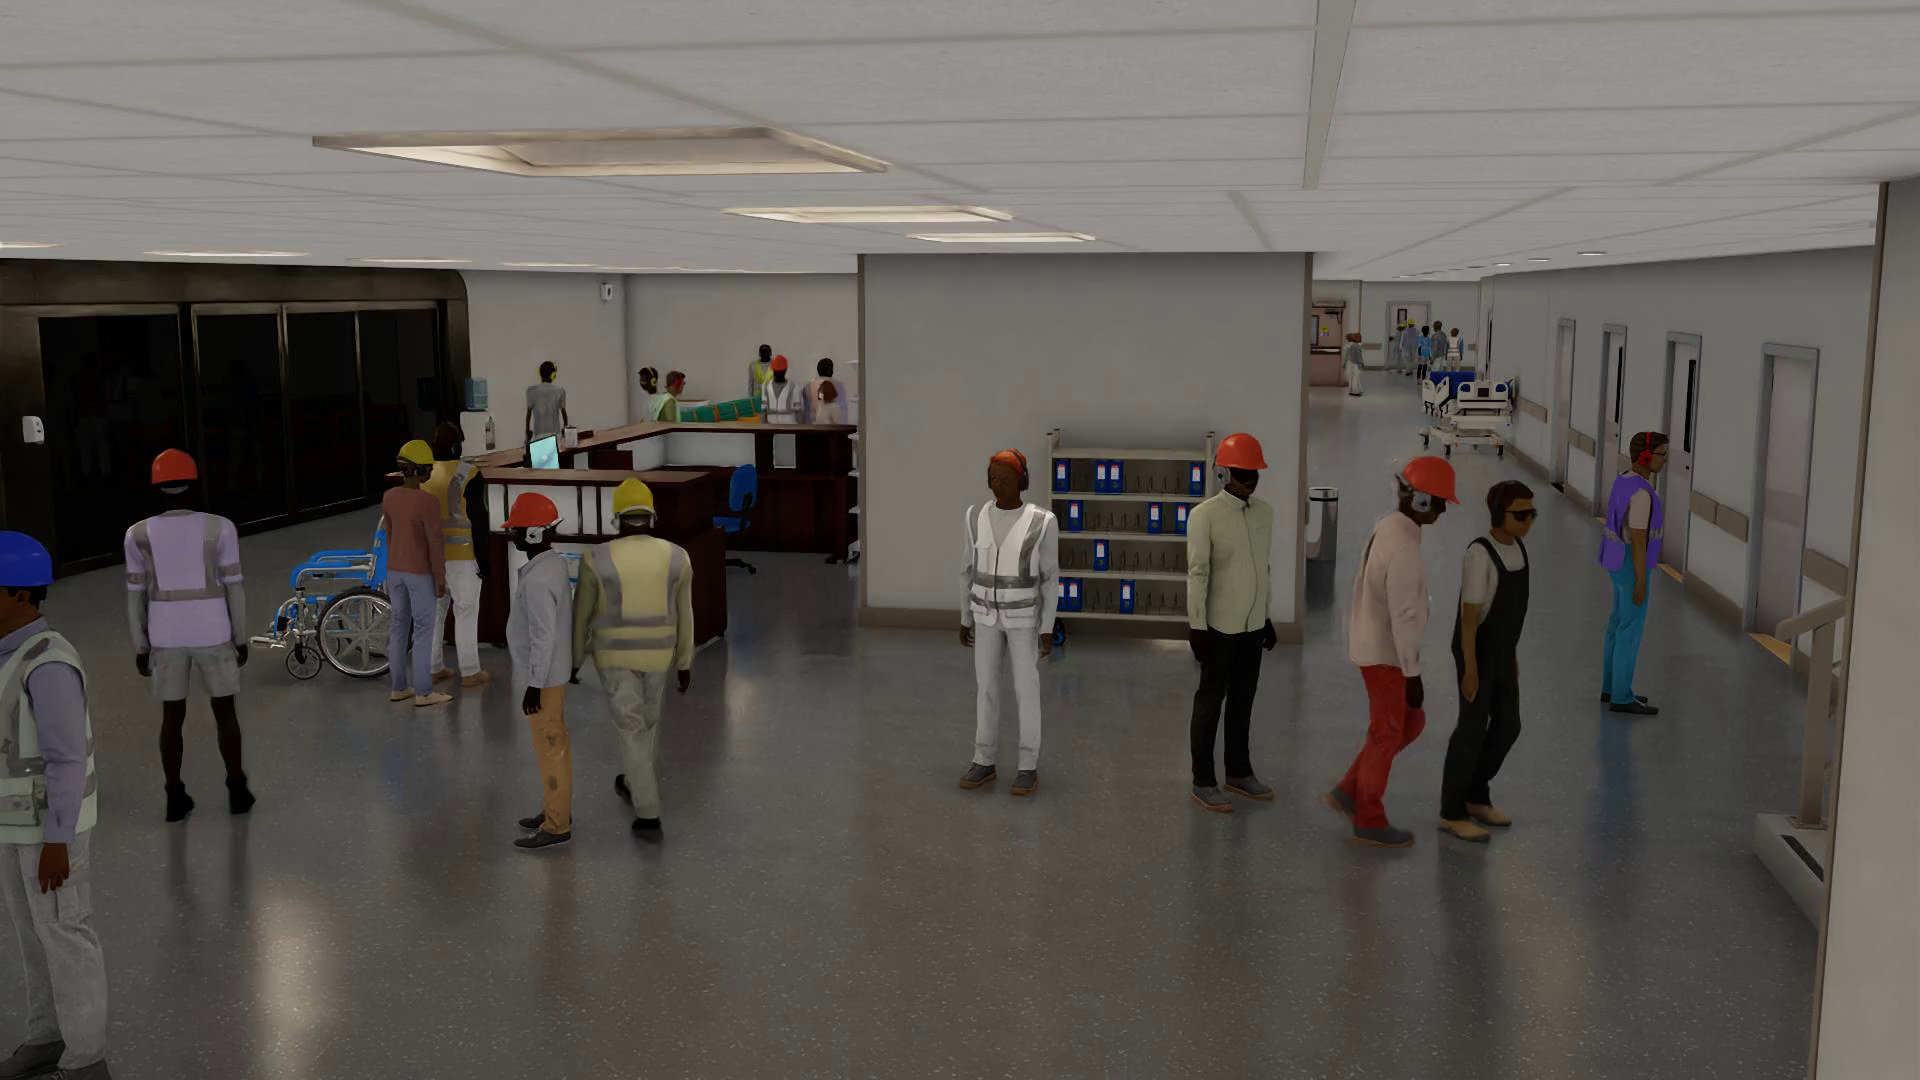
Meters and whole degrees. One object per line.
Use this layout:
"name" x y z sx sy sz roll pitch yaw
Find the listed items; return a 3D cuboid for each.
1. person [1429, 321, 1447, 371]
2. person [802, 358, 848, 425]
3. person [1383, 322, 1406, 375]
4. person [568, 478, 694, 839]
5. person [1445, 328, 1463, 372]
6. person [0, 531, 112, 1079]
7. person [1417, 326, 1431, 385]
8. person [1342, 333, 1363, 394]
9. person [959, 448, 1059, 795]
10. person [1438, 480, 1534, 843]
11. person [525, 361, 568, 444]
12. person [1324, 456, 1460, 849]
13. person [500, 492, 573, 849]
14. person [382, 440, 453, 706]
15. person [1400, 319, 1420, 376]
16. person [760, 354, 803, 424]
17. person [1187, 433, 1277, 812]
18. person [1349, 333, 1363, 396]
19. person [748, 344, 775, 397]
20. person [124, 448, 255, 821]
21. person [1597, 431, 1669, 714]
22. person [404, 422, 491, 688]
"person" 12.320 -4.694 42.965 0.372 1.940 0.627 7 11 38
"person" -1.744 -1.467 21.870 0.627 1.847 0.429 4 9 23
"person" 13.965 -6.140 53.358 0.711 1.700 0.498 2 9 13
"person" -1.674 0.583 8.484 0.599 1.789 0.924 -5 10 -31
"person" 14.162 -5.259 47.697 0.515 1.641 0.314 5 10 29
"person" -3.110 0.933 5.590 0.605 1.951 0.384 8 12 42
"person" 13.364 -5.311 47.863 0.533 1.697 0.318 -6 11 -37
"person" 10.186 -4.558 43.133 0.533 1.606 0.454 -5 10 -31
"person" 0.253 0.441 9.067 0.572 1.885 0.356 4 9 25
"person" 2.621 0.599 8.268 0.542 1.822 0.461 -8 12 -44
"person" -5.243 -1.345 21.108 0.529 1.832 0.746 -1 9 -10
"person" 2.132 0.562 8.038 0.487 1.952 0.650 2 9 10
"person" -2.075 0.635 8.215 0.324 1.752 0.562 -1 9 -9
"person" -3.588 0.215 11.001 0.518 1.756 0.342 5 10 29
"person" 14.310 -6.123 52.924 0.612 1.788 0.886 1 9 6
"person" -2.318 -1.489 21.804 0.560 1.908 0.769 2 9 15
"person" 1.450 0.424 8.815 0.622 1.993 0.381 -7 11 -38
"person" 10.168 -4.501 42.689 0.278 1.634 0.497 -1 9 -7
"person" -3.247 -2.369 27.916 0.621 1.835 0.431 0 9 3
"person" -4.001 0.483 8.648 0.550 1.926 0.399 -2 9 -14
"person" 4.353 0.209 10.789 0.392 1.837 0.560 2 9 11
"person" -3.512 0.105 11.496 0.619 1.835 0.430 3 9 22
